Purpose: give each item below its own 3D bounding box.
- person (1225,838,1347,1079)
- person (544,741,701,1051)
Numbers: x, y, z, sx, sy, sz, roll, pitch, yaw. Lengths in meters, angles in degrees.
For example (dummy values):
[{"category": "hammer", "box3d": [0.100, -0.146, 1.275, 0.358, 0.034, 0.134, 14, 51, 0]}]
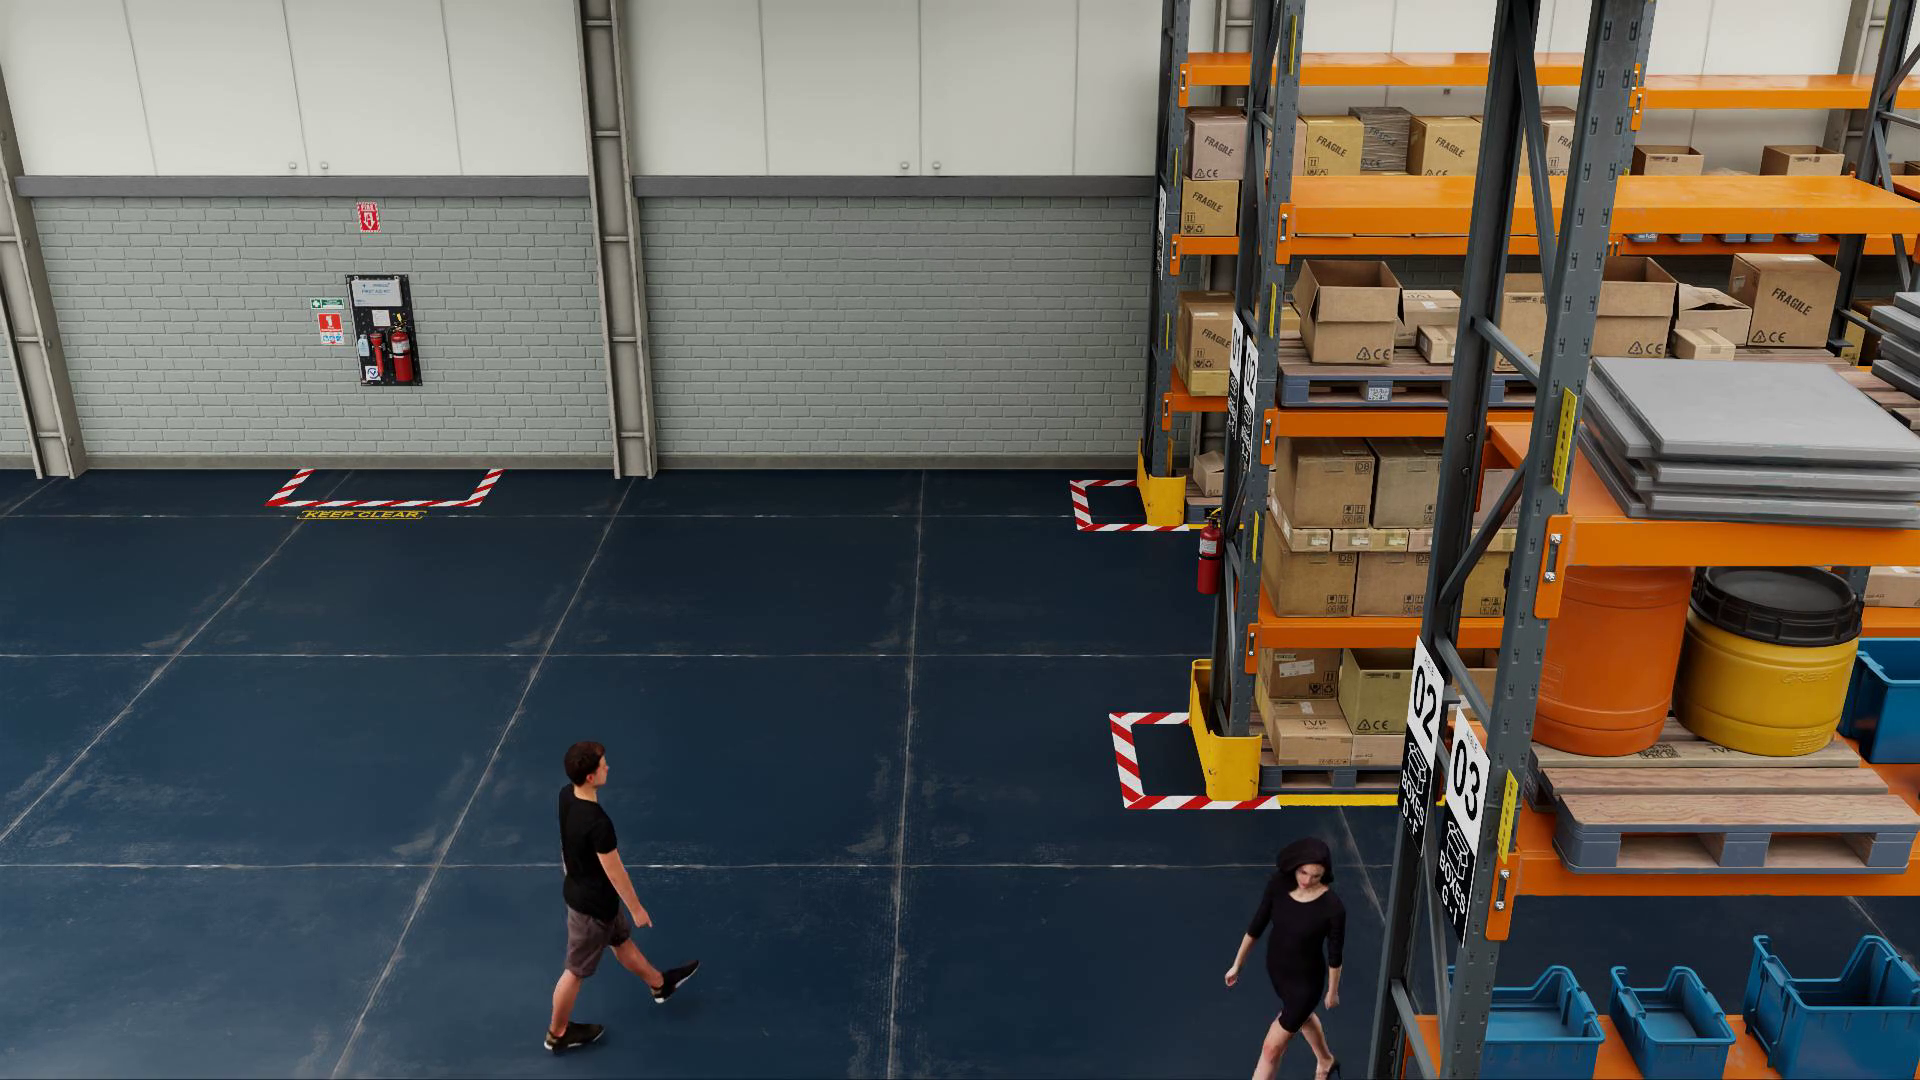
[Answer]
[{"category": "person", "box3d": [1.743, 2.207, 8.333, 1.235, 1.739, 1.047, -14, 27, -30]}, {"category": "person", "box3d": [-2.046, 1.941, 8.861, 1.279, 1.815, 1.070, -13, 26, -28]}]
